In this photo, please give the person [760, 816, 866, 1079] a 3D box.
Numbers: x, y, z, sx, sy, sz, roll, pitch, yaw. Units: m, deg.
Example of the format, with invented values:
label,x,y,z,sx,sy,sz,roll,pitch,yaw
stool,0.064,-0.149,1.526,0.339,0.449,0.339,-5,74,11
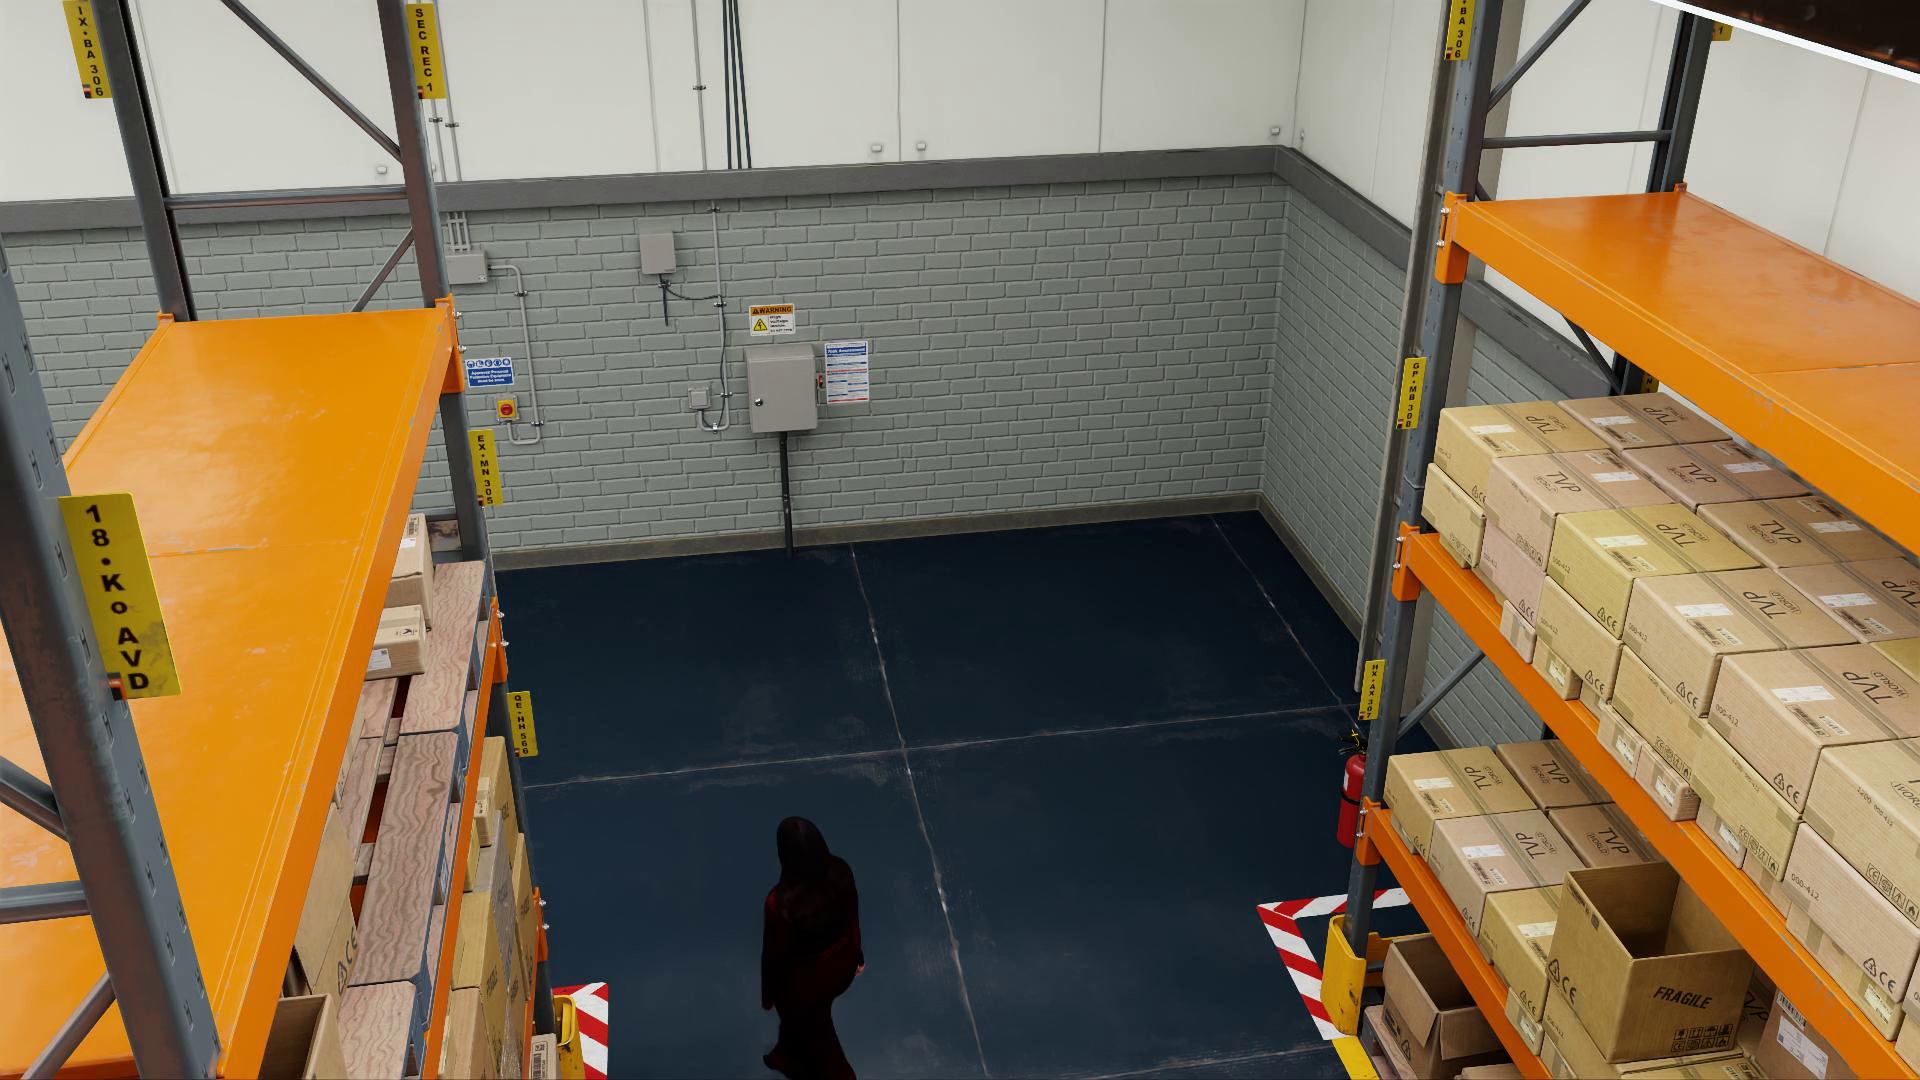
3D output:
label,x,y,z,sx,sy,sz,roll,pitch,yaw
person,-0.593,2.057,7.562,1.167,1.708,1.104,19,33,32
